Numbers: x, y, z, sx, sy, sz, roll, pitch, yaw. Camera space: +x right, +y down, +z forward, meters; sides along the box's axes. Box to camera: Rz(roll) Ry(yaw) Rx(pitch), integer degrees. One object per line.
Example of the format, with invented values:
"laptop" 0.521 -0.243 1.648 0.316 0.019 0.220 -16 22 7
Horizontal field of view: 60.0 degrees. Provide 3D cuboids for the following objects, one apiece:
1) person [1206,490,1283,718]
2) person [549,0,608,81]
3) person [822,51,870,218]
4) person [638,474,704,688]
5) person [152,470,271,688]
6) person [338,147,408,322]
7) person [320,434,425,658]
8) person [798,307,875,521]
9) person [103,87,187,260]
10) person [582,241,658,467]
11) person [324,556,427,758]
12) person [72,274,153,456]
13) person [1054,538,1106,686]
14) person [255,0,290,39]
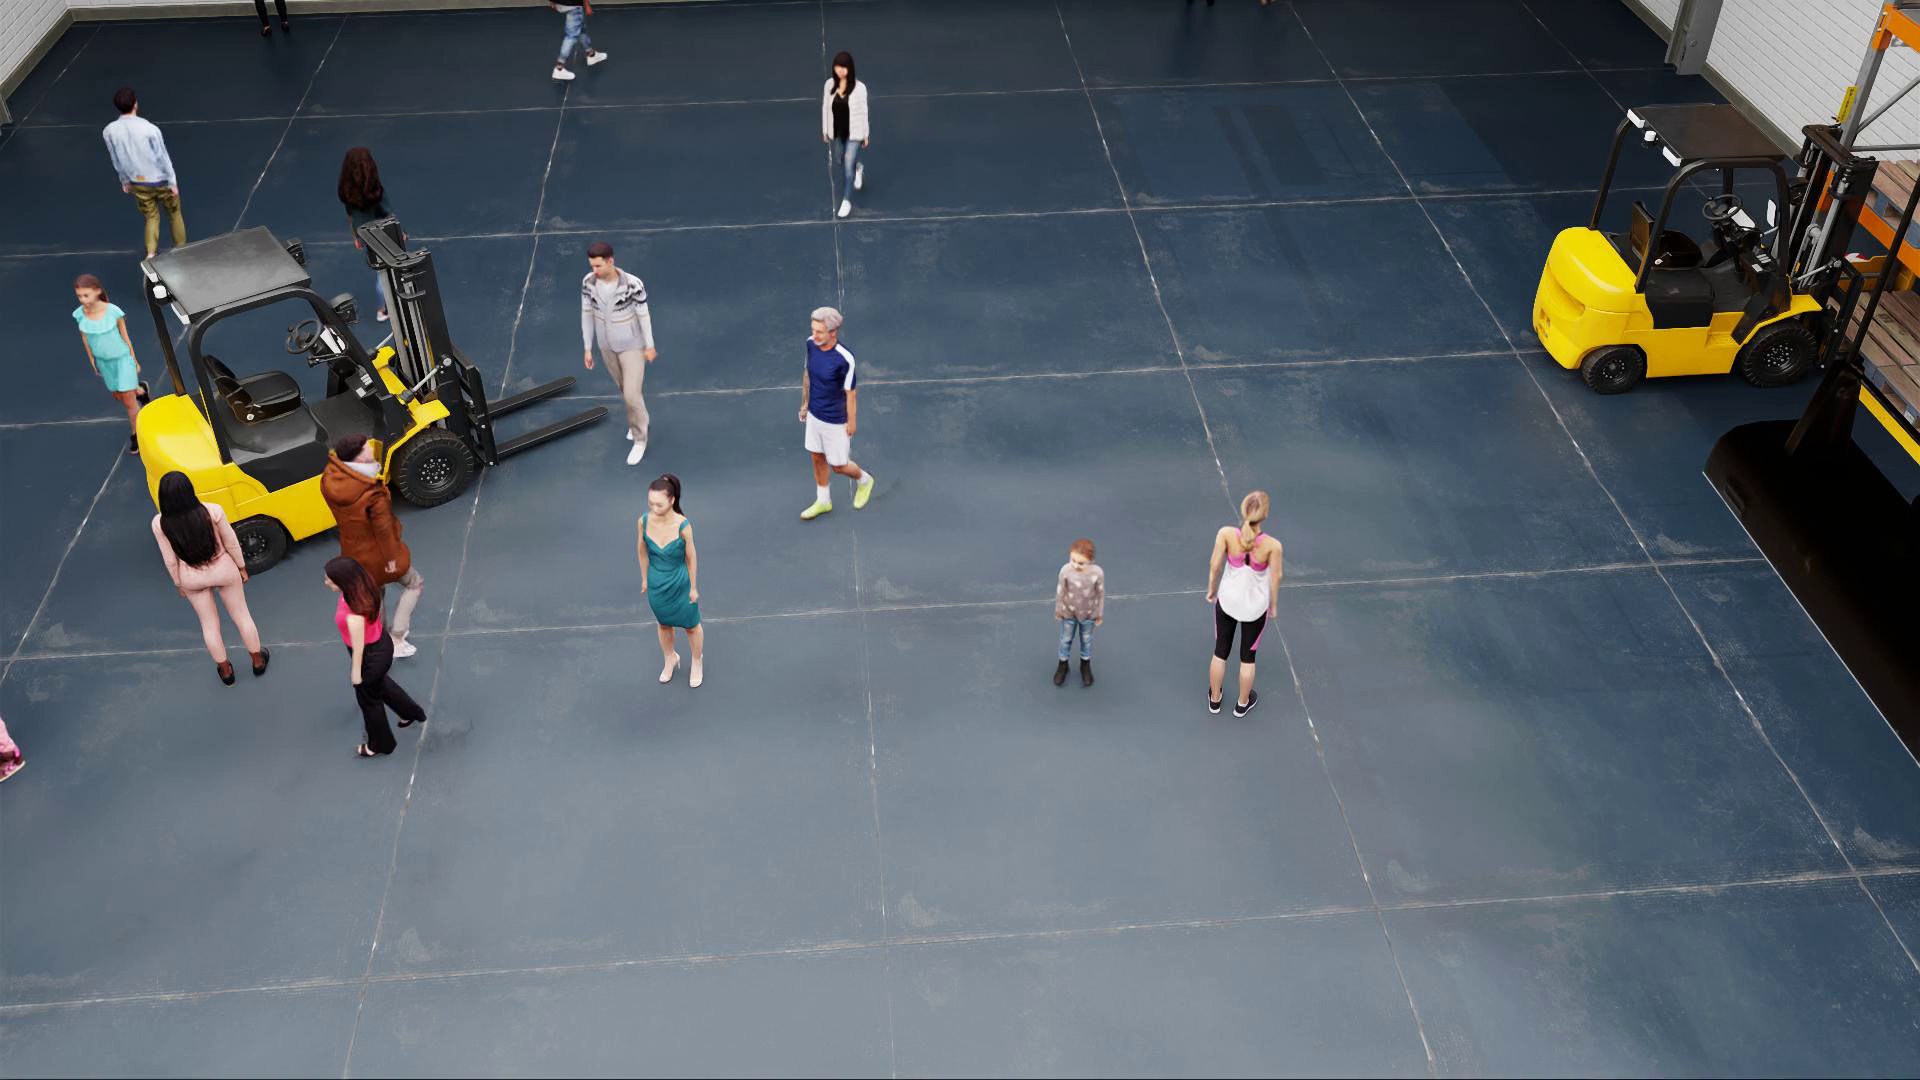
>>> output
"person" 1.826 0.422 10.798 0.686 1.787 0.659 12 40 15
"person" -4.541 -6.144 19.033 1.169 1.771 1.196 31 48 33
"person" -1.110 -4.102 16.598 0.870 1.617 1.089 11 40 13
"person" -1.911 0.289 11.042 0.598 1.691 0.576 8 39 10
"person" -4.990 0.251 11.066 0.680 1.720 0.646 -15 41 -18
"person" -5.274 -2.679 14.834 0.774 1.596 0.869 16 41 19
"person" -3.985 0.119 11.151 0.844 1.821 0.859 15 41 18
"person" -0.938 -0.976 12.516 0.928 1.828 0.977 32 48 33
"person" -7.539 -3.281 15.430 0.707 1.793 0.988 -1 39 -1
"person" -2.674 -1.615 13.315 0.884 1.830 1.008 13 40 15
"person" -3.690 0.731 10.522 0.692 1.649 0.624 -2 39 -3
"person" -6.769 -1.480 13.375 0.548 1.544 0.903 -2 39 -2
"person" 0.808 0.461 11.225 0.510 1.194 0.512 4 39 5
"person" -8.480 -6.924 20.096 0.693 1.663 0.722 -26 45 -29
